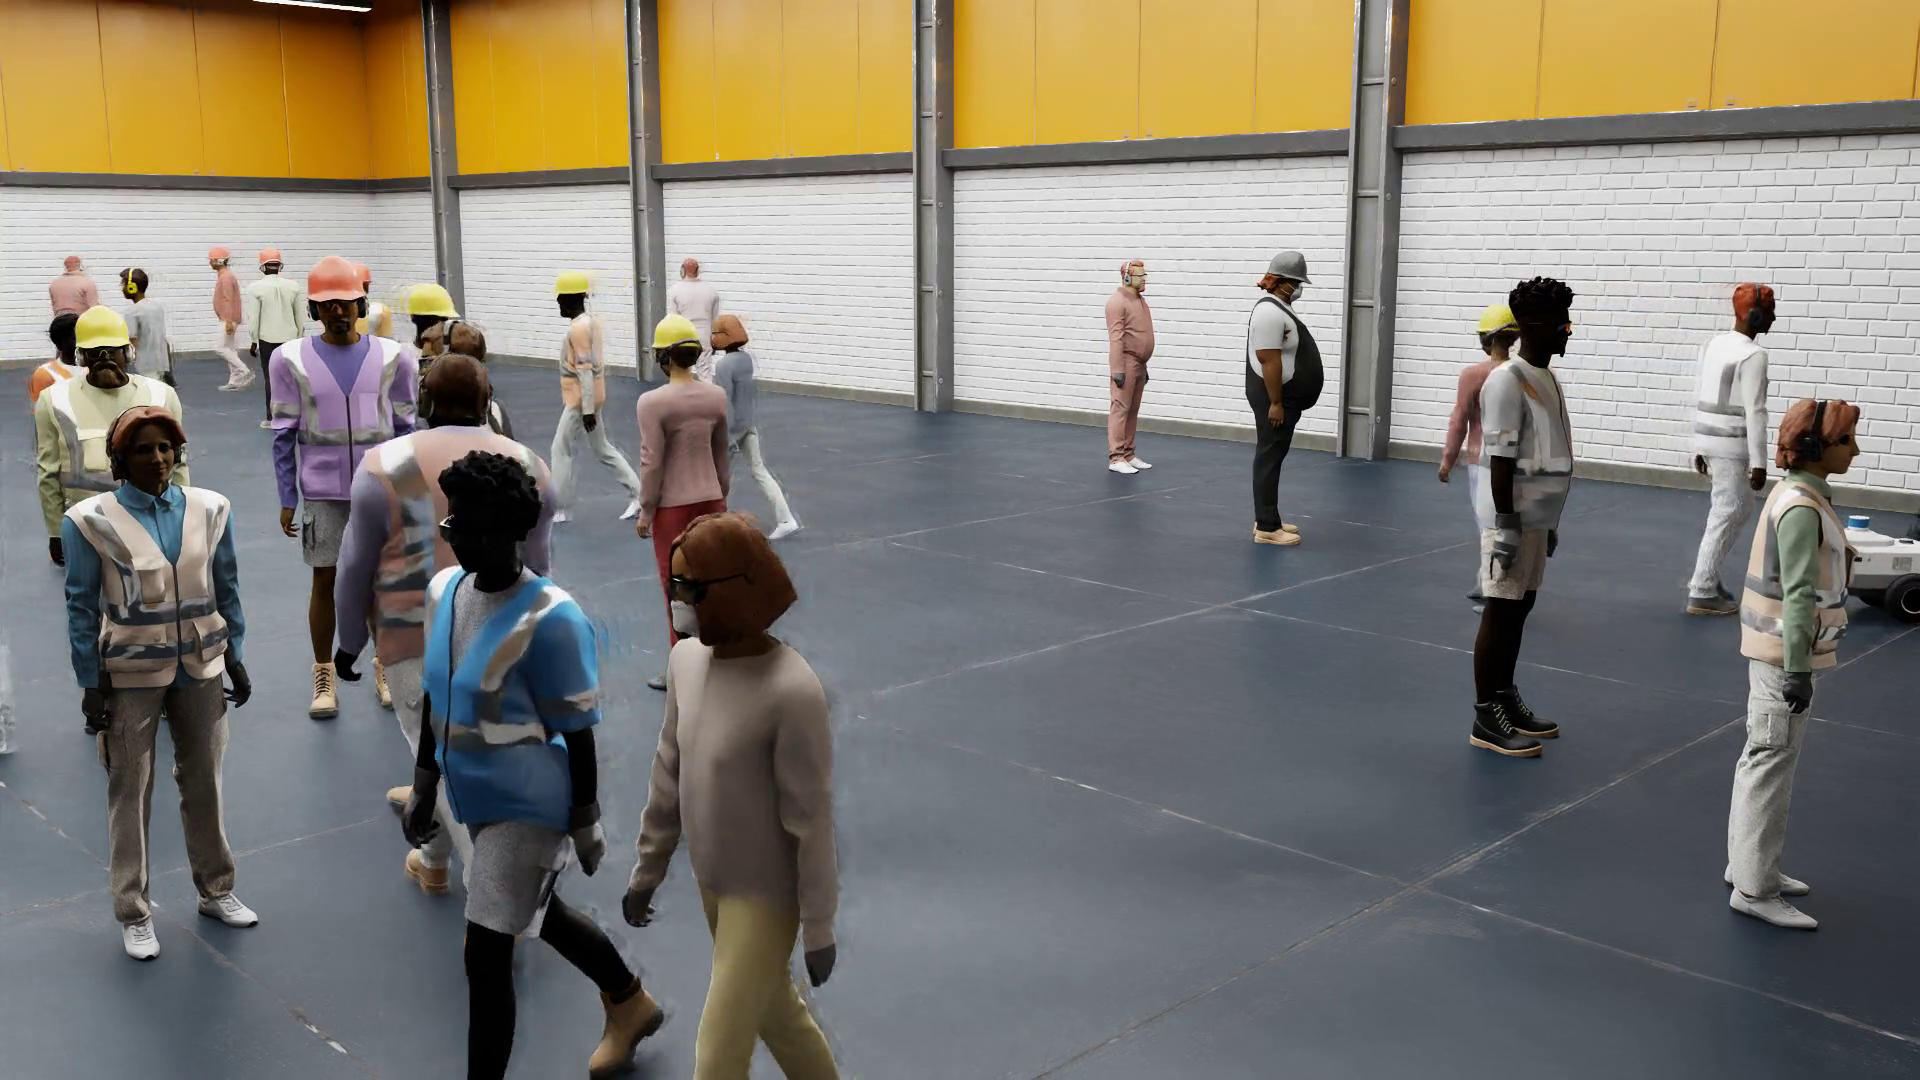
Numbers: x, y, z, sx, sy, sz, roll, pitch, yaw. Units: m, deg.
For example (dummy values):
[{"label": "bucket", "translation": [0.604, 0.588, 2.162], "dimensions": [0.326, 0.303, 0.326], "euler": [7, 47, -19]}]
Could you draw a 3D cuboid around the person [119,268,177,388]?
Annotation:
[{"label": "person", "translation": [-7.255, -1.475, 14.724], "dimensions": [0.717, 1.841, 0.550], "euler": [1, 10, 4]}]

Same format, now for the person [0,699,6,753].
[{"label": "person", "translation": [-4.330, 0.051, 6.785], "dimensions": [0.829, 1.701, 0.489], "euler": [1, 10, 6]}]

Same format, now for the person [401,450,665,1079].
[{"label": "person", "translation": [-1.012, 0.599, 3.946], "dimensions": [0.528, 1.674, 0.810], "euler": [10, 14, 43]}]

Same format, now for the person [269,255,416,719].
[{"label": "person", "translation": [-2.701, -0.227, 7.375], "dimensions": [0.611, 2.042, 0.394], "euler": [-5, 12, -25]}]

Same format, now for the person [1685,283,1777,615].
[{"label": "person", "translation": [4.336, -0.497, 9.319], "dimensions": [0.485, 1.865, 0.611], "euler": [0, 10, 1]}]

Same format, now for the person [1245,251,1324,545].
[{"label": "person", "translation": [2.260, -1.001, 11.601], "dimensions": [0.536, 2.000, 0.676], "euler": [2, 11, 11]}]

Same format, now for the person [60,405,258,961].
[{"label": "person", "translation": [-2.392, 0.412, 4.993], "dimensions": [0.308, 1.641, 0.514], "euler": [9, 13, 39]}]

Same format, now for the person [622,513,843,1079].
[{"label": "person", "translation": [-0.504, 0.733, 3.400], "dimensions": [0.861, 1.581, 0.518], "euler": [-8, 13, -36]}]

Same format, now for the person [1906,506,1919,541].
[{"label": "person", "translation": [6.902, -0.924, 11.536], "dimensions": [0.514, 1.909, 0.615], "euler": [5, 12, 25]}]

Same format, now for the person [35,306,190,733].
[{"label": "person", "translation": [-3.644, -0.091, 7.210], "dimensions": [0.595, 1.832, 0.404], "euler": [-7, 13, -34]}]

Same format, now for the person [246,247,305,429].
[{"label": "person", "translation": [-7.574, -2.230, 18.428], "dimensions": [0.382, 1.995, 0.612], "euler": [10, 14, 43]}]

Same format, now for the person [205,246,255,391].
[{"label": "person", "translation": [-10.012, -3.005, 22.692], "dimensions": [0.432, 1.978, 0.642], "euler": [-5, 11, -25]}]

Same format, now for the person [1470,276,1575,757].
[{"label": "person", "translation": [2.344, -0.105, 6.914], "dimensions": [0.366, 1.967, 0.603], "euler": [7, 13, 34]}]

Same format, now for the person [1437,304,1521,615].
[{"label": "person", "translation": [2.958, -0.449, 9.410], "dimensions": [0.529, 1.744, 0.682], "euler": [-5, 12, -26]}]

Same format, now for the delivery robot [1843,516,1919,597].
[{"label": "delivery robot", "translation": [5.034, 0.108, 9.353], "dimensions": [0.707, 0.478, 0.477], "euler": [1, 10, 6]}]

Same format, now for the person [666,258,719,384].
[{"label": "person", "translation": [-3.091, -2.277, 19.037], "dimensions": [0.673, 1.856, 0.992], "euler": [-6, 12, -29]}]

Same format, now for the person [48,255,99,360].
[{"label": "person", "translation": [-11.182, -2.658, 21.112], "dimensions": [0.917, 1.877, 0.394], "euler": [1, 10, 7]}]

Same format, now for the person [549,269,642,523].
[{"label": "person", "translation": [-2.746, -1.059, 12.345], "dimensions": [0.947, 1.893, 0.598], "euler": [-1, 10, -6]}]

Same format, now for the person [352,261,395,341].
[{"label": "person", "translation": [-5.052, -1.383, 14.030], "dimensions": [0.558, 1.918, 0.766], "euler": [0, 10, 3]}]

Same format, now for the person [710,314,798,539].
[{"label": "person", "translation": [-1.542, -0.783, 11.640], "dimensions": [0.856, 1.591, 0.500], "euler": [4, 11, 22]}]

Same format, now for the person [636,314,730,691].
[{"label": "person", "translation": [-1.304, -0.168, 7.813], "dimensions": [0.326, 1.767, 0.533], "euler": [9, 14, 40]}]

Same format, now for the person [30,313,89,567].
[{"label": "person", "translation": [-5.480, -0.581, 10.357], "dimensions": [0.787, 1.665, 0.541], "euler": [3, 11, 15]}]

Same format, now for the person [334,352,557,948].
[{"label": "person", "translation": [-1.525, 0.324, 5.099], "dimensions": [0.626, 1.790, 0.990], "euler": [-10, 14, -42]}]

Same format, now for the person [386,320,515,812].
[{"label": "person", "translation": [-1.884, 0.111, 6.121], "dimensions": [0.688, 1.823, 0.552], "euler": [1, 10, 5]}]

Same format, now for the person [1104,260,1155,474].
[{"label": "person", "translation": [1.555, -1.566, 15.044], "dimensions": [0.406, 1.910, 0.639], "euler": [5, 12, 27]}]

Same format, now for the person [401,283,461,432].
[{"label": "person", "translation": [-2.912, -0.456, 9.099], "dimensions": [1.010, 1.878, 0.592], "euler": [5, 11, 24]}]

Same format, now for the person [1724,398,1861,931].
[{"label": "person", "translation": [2.599, 0.374, 5.204], "dimensions": [0.310, 1.638, 0.523], "euler": [5, 11, 23]}]
